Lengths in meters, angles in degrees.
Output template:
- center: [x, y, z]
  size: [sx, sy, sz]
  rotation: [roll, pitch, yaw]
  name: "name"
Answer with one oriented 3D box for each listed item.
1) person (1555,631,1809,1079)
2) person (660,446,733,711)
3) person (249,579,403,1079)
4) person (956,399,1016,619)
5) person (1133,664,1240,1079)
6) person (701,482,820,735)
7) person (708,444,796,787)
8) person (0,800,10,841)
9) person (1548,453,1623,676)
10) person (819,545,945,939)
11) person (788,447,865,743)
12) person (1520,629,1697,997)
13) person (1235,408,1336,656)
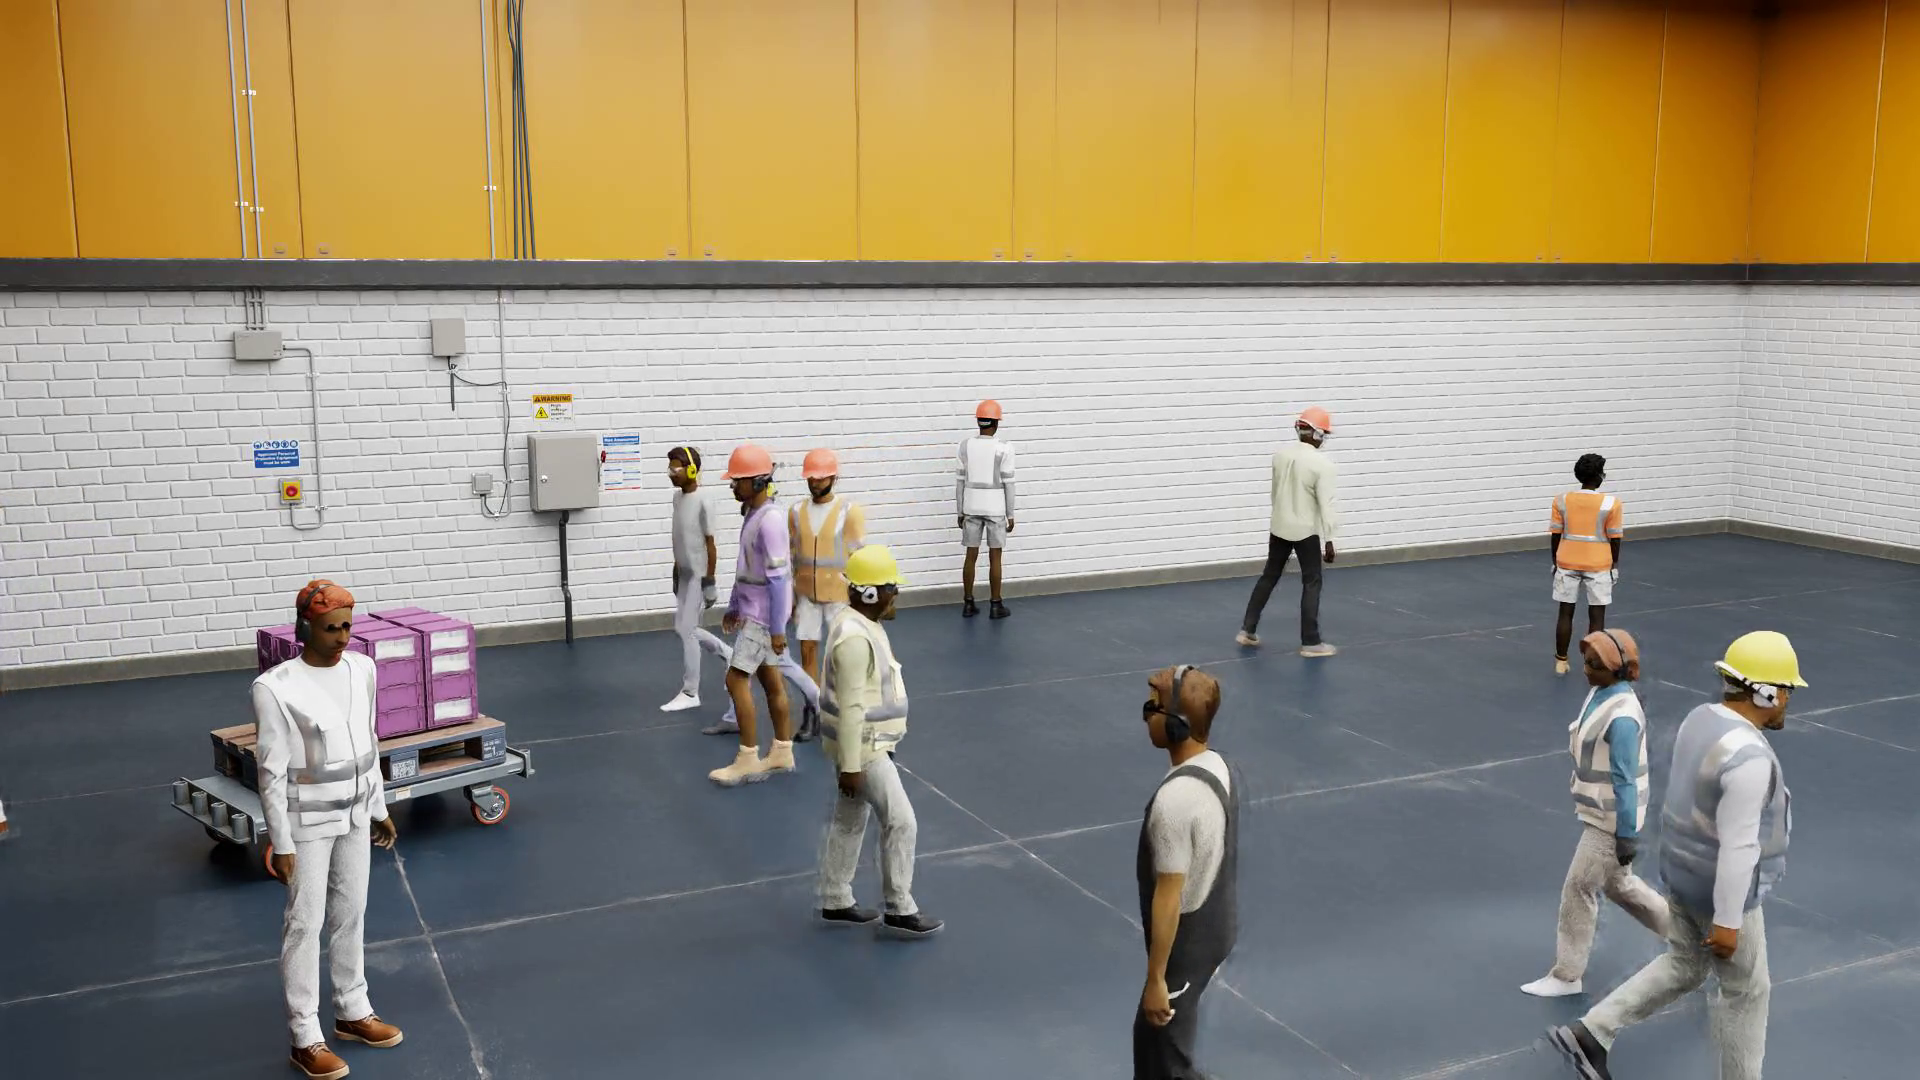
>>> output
- center: [2.600, 1.197, 5.911]
  size: [0.764, 1.802, 0.608]
  rotation: [1, 9, 5]
  name: "person"
- center: [-1.815, 0.251, 11.637]
  size: [0.666, 1.850, 0.511]
  rotation: [-7, 11, -37]
  name: "person"
- center: [-2.402, 1.080, 6.343]
  size: [0.355, 1.887, 0.574]
  rotation: [4, 10, 24]
  name: "person"
- center: [0.233, -0.268, 14.587]
  size: [0.544, 1.930, 0.380]
  rotation: [3, 10, 19]
  name: "person"
- center: [0.769, 1.292, 5.238]
  size: [0.755, 1.822, 0.522]
  rotation: [4, 10, 22]
  name: "person"
- center: [-1.232, 0.432, 10.828]
  size: [0.852, 1.732, 0.521]
  rotation: [-2, 9, -13]
  name: "person"
- center: [-1.292, 0.440, 9.888]
  size: [0.686, 2.020, 0.616]
  rotation: [-2, 9, -10]
  name: "person"
- center: [-5.506, 0.731, 8.572]
  size: [0.998, 1.867, 0.687]
  rotation: [-5, 11, -30]
  name: "person"
- center: [4.654, 0.197, 12.399]
  size: [0.535, 1.699, 0.322]
  rotation: [7, 12, 37]
  name: "person"
- center: [-0.332, 0.919, 7.586]
  size: [0.720, 1.804, 0.622]
  rotation: [0, 9, -3]
  name: "person"
- center: [-0.857, 0.326, 10.941]
  size: [0.552, 1.918, 0.756]
  rotation: [3, 10, 20]
  name: "person"
- center: [2.757, 1.143, 6.832]
  size: [0.727, 1.606, 0.513]
  rotation: [2, 9, 13]
  name: "person"
- center: [2.626, -0.062, 13.199]
  size: [0.597, 1.966, 0.828]
  rotation: [-7, 12, -37]
  name: "person"
